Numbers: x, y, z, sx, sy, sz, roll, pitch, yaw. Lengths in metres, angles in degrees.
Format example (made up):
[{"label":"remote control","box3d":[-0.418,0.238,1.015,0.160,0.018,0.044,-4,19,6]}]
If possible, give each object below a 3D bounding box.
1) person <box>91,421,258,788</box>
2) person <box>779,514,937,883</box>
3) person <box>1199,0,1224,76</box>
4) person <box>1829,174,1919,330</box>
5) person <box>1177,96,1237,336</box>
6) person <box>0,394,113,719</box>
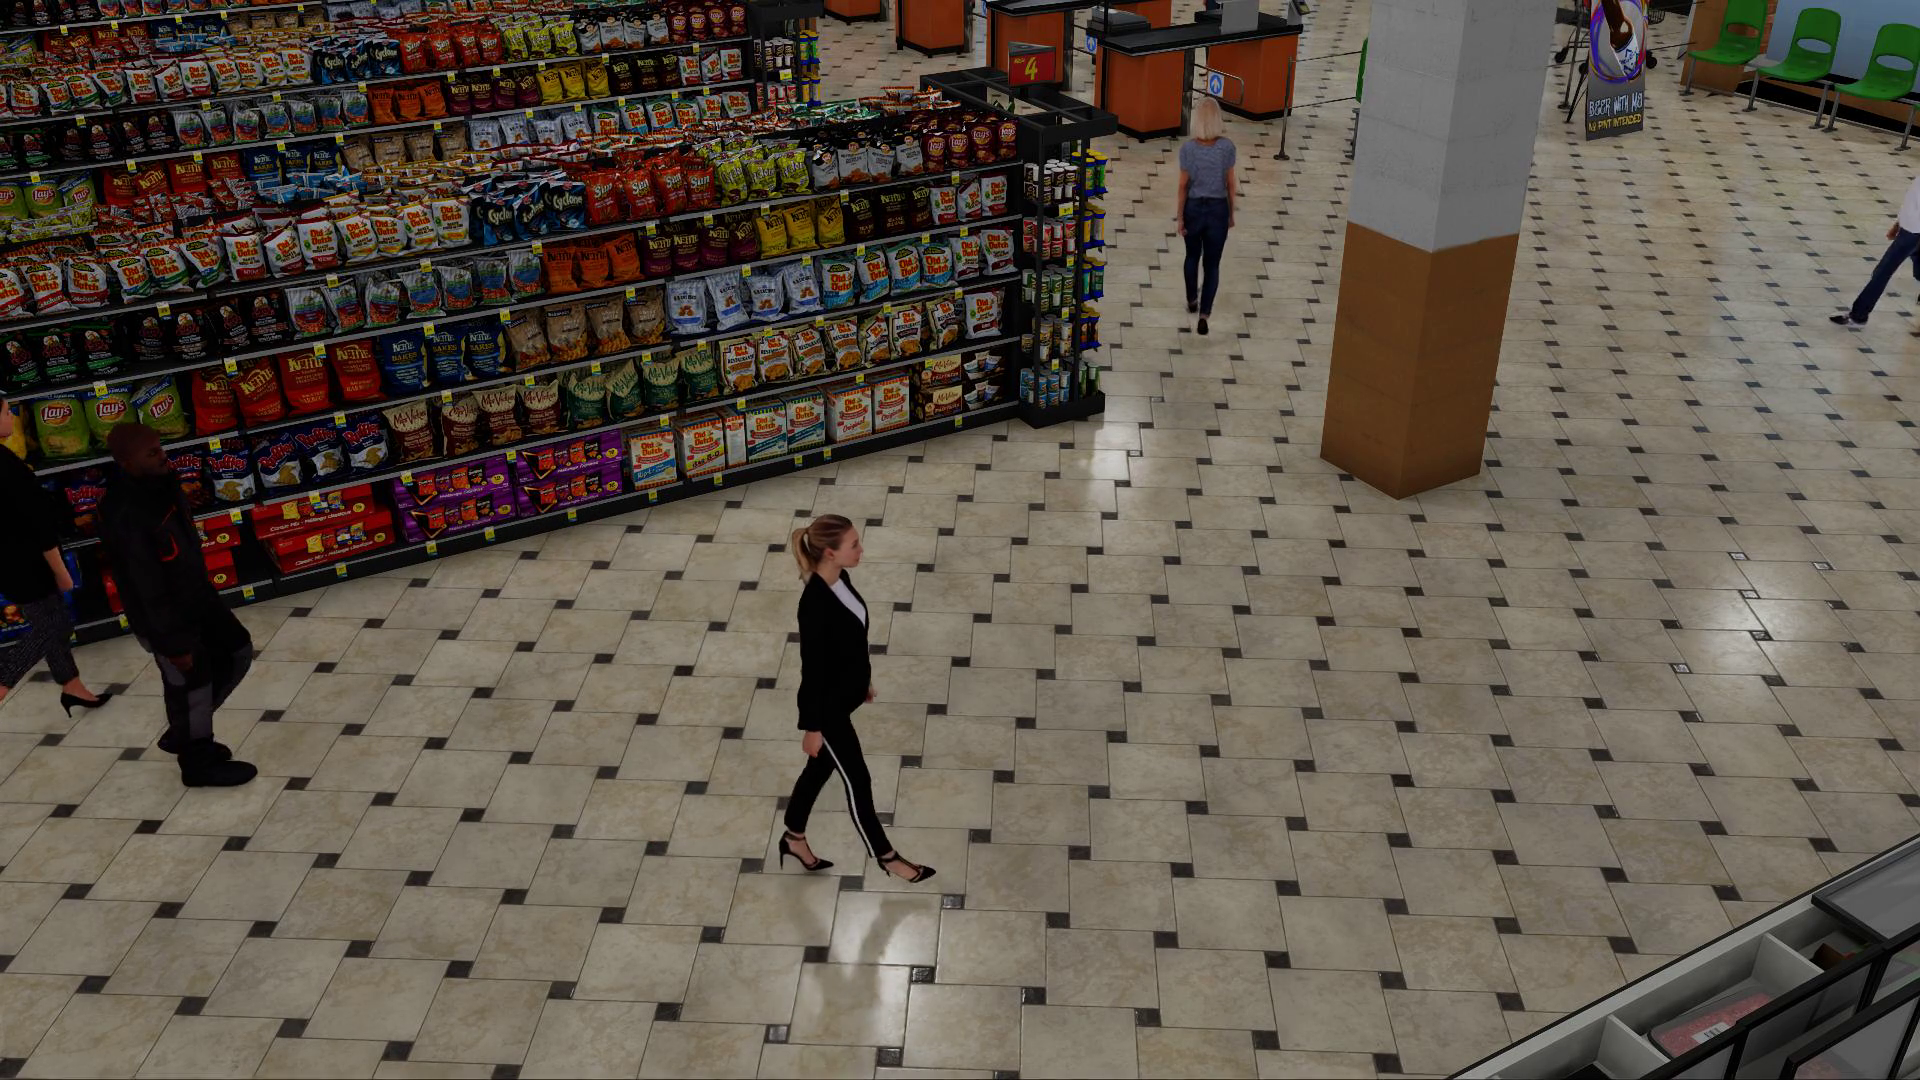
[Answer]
[{"label":"person","box3d":[-3.490,0.309,7.152,0.843,1.806,0.834,-5,29,-10]},{"label":"person","box3d":[-0.581,0.666,6.634,1.033,1.675,0.934,4,29,6]},{"label":"person","box3d":[3.037,-6.306,19.284,0.665,1.792,0.719,8,30,15]},{"label":"person","box3d":[7.031,-2.209,12.063,1.069,1.520,1.039,8,30,15]},{"label":"person","box3d":[1.793,-2.325,12.099,1.075,1.689,1.108,6,29,11]},{"label":"person","box3d":[-4.321,0.163,7.532,0.797,1.699,0.962,23,36,35]}]
